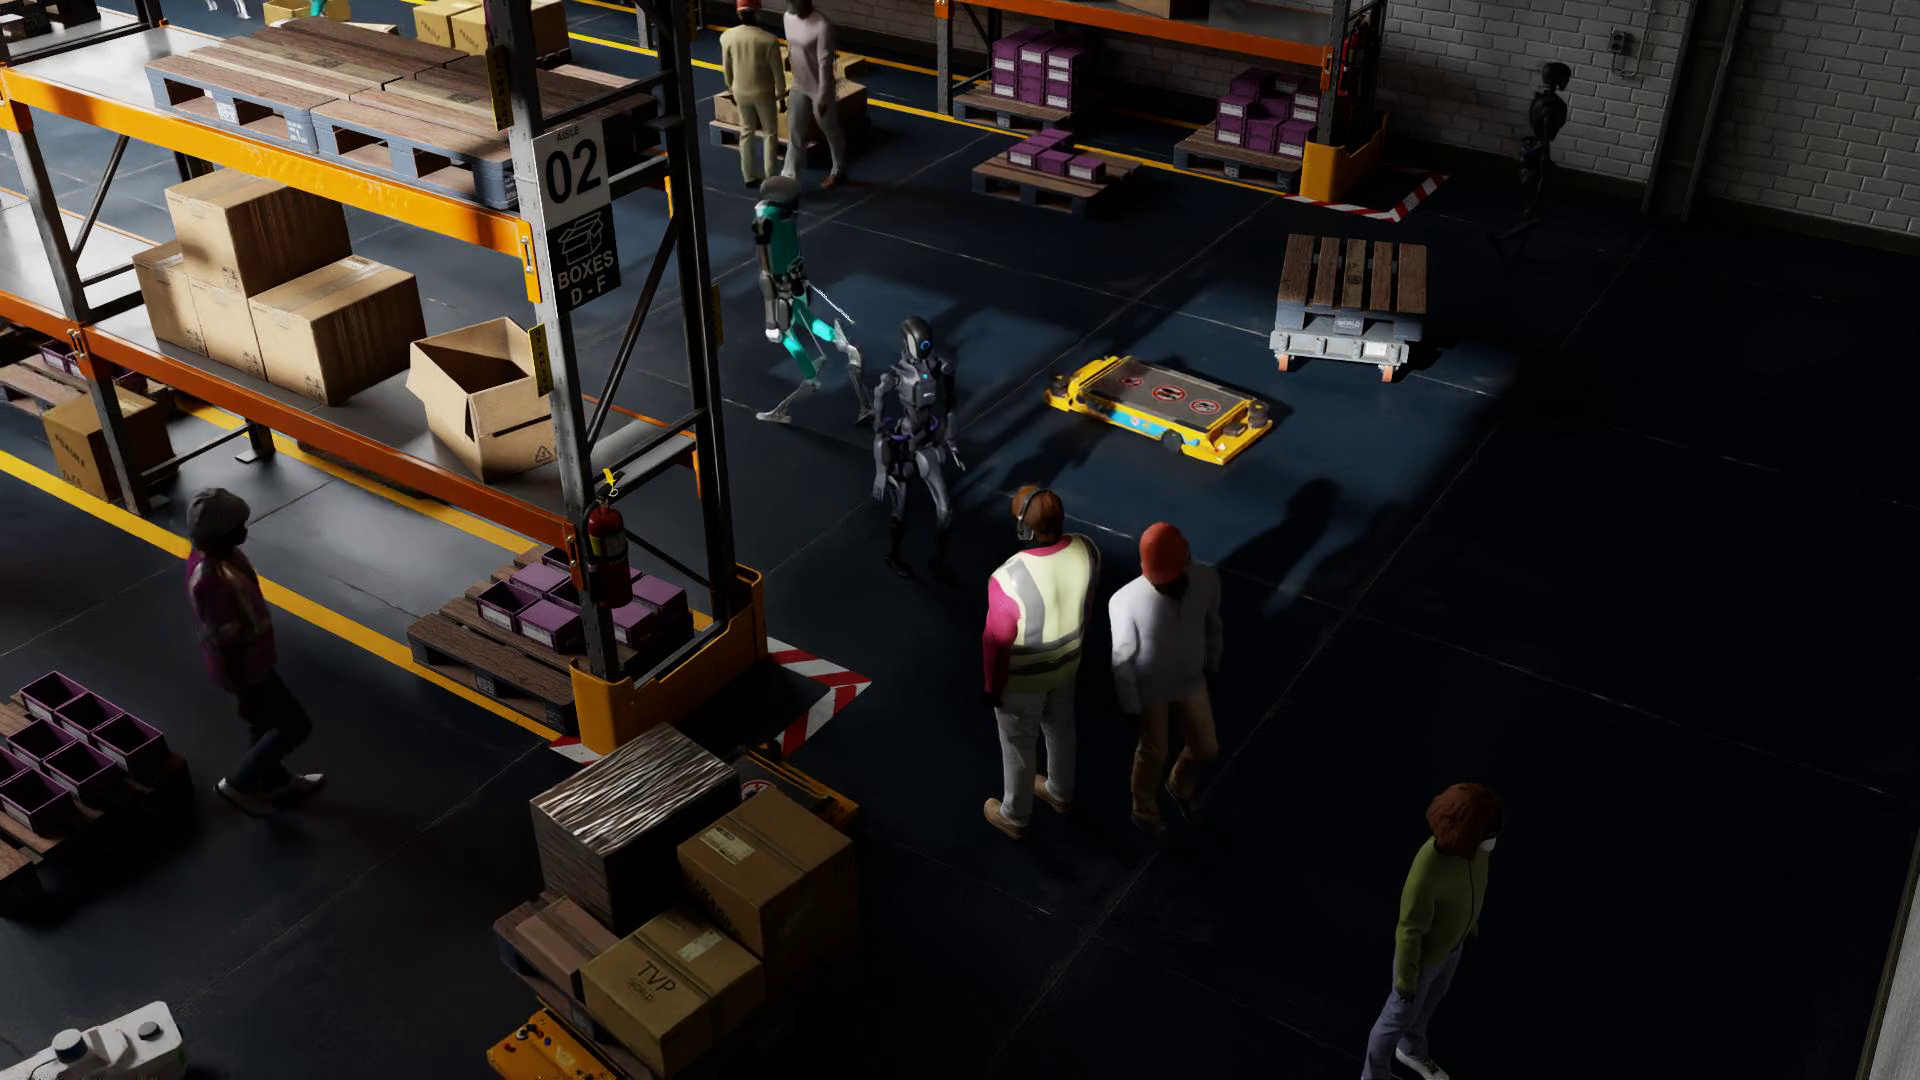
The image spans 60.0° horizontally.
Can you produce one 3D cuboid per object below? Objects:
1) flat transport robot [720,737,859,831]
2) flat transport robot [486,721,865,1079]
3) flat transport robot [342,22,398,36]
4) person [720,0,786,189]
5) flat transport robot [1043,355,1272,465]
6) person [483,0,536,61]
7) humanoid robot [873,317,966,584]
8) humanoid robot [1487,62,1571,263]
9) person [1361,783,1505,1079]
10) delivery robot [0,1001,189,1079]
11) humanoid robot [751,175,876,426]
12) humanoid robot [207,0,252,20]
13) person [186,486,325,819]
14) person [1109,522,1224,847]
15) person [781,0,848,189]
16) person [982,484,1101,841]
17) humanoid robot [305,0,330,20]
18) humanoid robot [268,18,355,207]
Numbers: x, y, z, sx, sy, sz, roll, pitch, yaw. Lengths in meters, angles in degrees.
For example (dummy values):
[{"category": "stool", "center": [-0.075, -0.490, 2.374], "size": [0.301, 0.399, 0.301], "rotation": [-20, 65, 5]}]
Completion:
[{"category": "flat transport robot", "center": [-1.181, 1.446, 7.651], "size": [0.659, 0.231, 1.431], "rotation": [24, 40, 32]}, {"category": "flat transport robot", "center": [-1.194, 1.895, 6.961], "size": [0.659, 0.231, 1.431], "rotation": [27, 42, 35]}, {"category": "flat transport robot", "center": [-5.918, -4.014, 16.042], "size": [1.431, 0.231, 0.659], "rotation": [6, 34, 9]}, {"category": "person", "center": [-1.776, -3.915, 14.533], "size": [0.574, 1.749, 0.333], "rotation": [10, 34, 16]}, {"category": "flat transport robot", "center": [1.333, -0.917, 11.283], "size": [1.431, 0.231, 0.659], "rotation": [23, 40, 31]}, {"category": "person", "center": [-4.028, -4.358, 15.044], "size": [0.483, 1.944, 0.431], "rotation": [13, 35, 19]}, {"category": "humanoid robot", "center": [-0.236, -0.493, 9.340], "size": [0.603, 1.640, 0.502], "rotation": [-21, 38, -29]}, {"category": "humanoid robot", "center": [4.535, -2.968, 13.143], "size": [0.422, 1.651, 0.599], "rotation": [7, 34, 11]}, {"category": "person", "center": [1.788, 1.536, 6.268], "size": [0.281, 1.624, 0.492], "rotation": [28, 43, 36]}, {"category": "delivery robot", "center": [-3.313, 2.107, 6.382], "size": [0.790, 0.606, 0.499], "rotation": [-23, 39, -31]}, {"category": "humanoid robot", "center": [-0.883, -1.481, 10.828], "size": [0.985, 1.775, 0.530], "rotation": [10, 34, 14]}, {"category": "humanoid robot", "center": [-8.626, -6.915, 19.188], "size": [0.898, 1.806, 0.548], "rotation": [28, 42, 36]}, {"category": "person", "center": [-3.254, 0.542, 7.610], "size": [0.449, 1.828, 0.607], "rotation": [-12, 35, -17]}, {"category": "person", "center": [0.957, 0.655, 7.533], "size": [0.585, 1.713, 0.397], "rotation": [-16, 36, -23]}, {"category": "person", "center": [-1.324, -3.864, 14.333], "size": [0.647, 1.880, 0.990], "rotation": [26, 41, 34]}, {"category": "person", "center": [0.339, 0.560, 7.584], "size": [0.617, 1.836, 0.432], "rotation": [-27, 42, -35]}, {"category": "humanoid robot", "center": [-6.842, -5.943, 17.697], "size": [0.674, 1.847, 0.546], "rotation": [19, 38, 27]}, {"category": "humanoid robot", "center": [-5.439, -3.584, 14.066], "size": [0.582, 1.781, 0.898], "rotation": [-5, 33, -8]}]
